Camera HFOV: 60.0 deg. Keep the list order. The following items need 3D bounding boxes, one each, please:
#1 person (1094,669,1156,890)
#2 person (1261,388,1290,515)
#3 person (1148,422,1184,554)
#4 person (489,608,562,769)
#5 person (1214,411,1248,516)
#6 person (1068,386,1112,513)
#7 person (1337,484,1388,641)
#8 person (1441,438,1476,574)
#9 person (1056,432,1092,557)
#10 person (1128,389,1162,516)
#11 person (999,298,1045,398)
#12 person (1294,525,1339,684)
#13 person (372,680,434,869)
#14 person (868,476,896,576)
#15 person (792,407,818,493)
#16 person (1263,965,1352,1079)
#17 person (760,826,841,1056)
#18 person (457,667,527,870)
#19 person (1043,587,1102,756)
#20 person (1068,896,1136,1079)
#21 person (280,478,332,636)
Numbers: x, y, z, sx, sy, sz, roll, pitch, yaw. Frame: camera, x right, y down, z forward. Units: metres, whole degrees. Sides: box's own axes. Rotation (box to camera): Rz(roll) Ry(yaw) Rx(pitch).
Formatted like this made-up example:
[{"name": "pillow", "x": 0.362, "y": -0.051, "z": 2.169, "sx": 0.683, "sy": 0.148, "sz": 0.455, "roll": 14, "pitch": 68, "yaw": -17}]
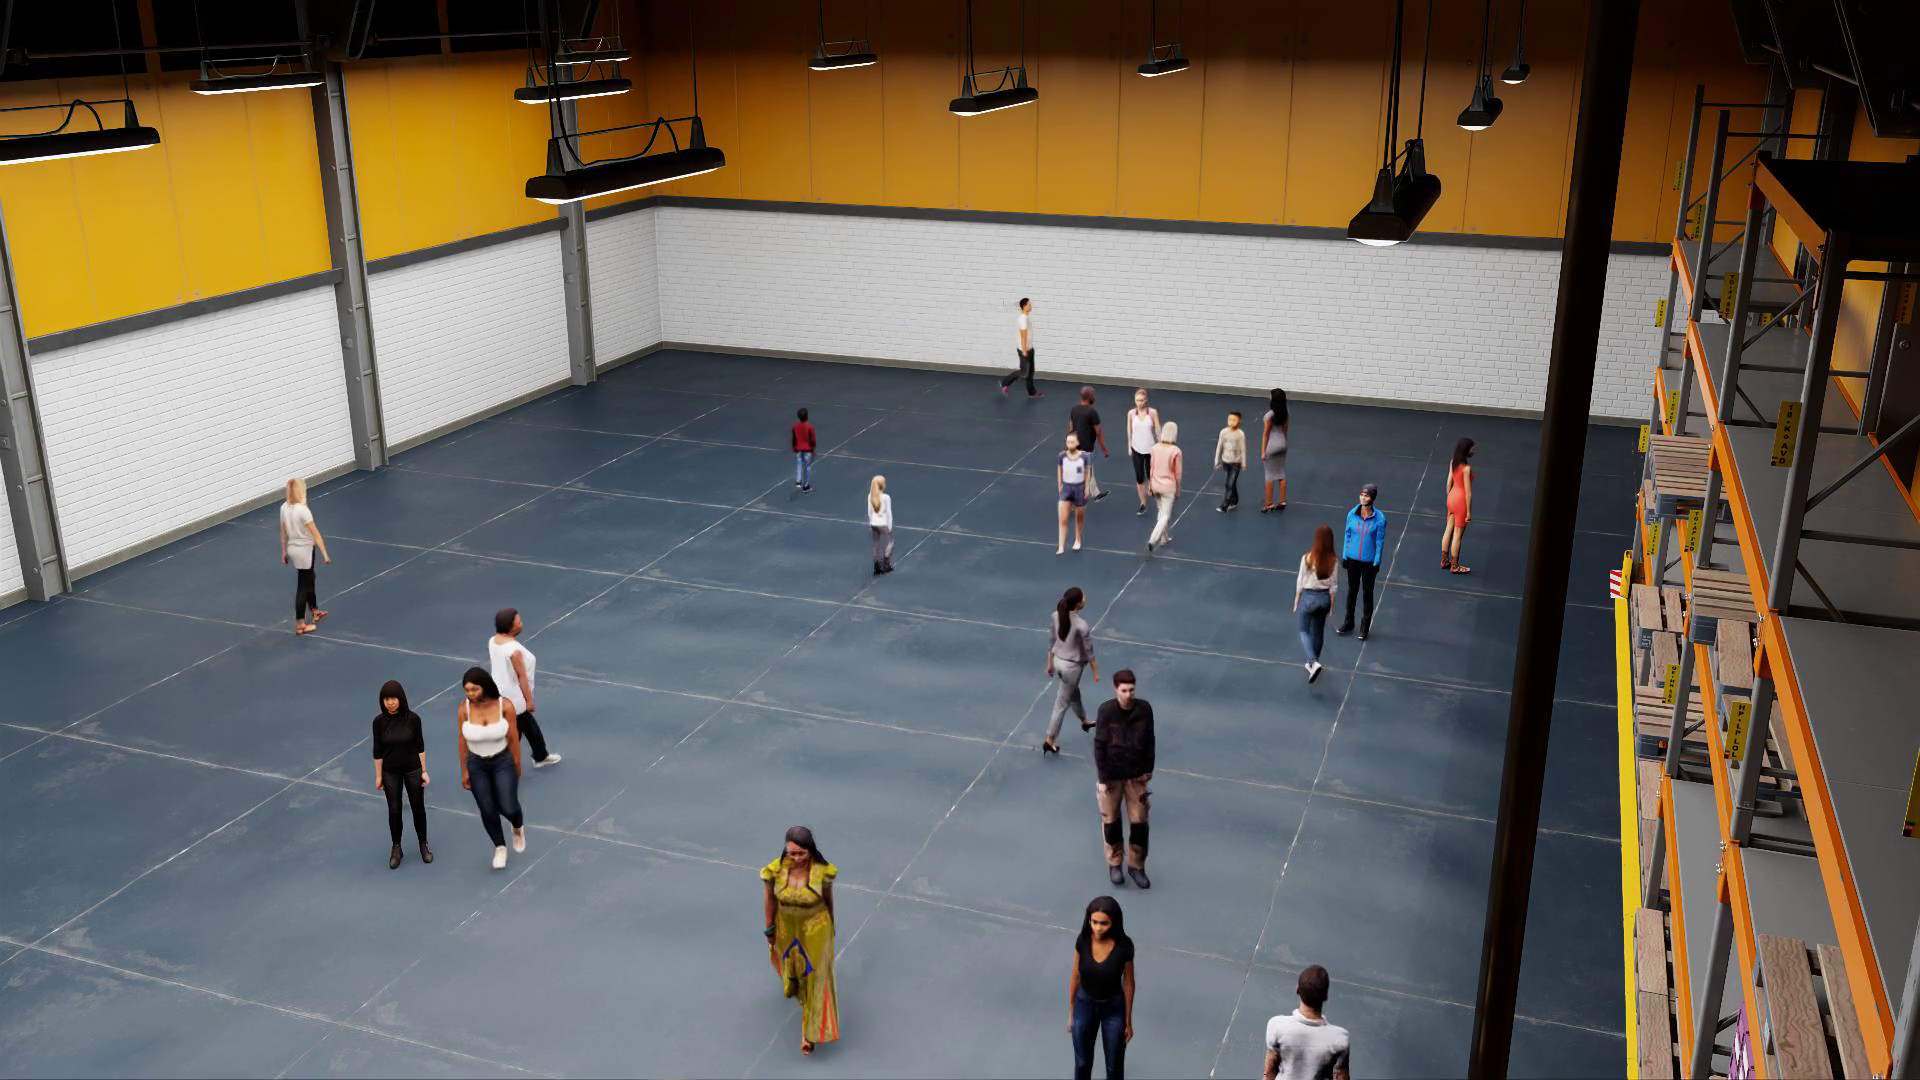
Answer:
[{"name": "person", "x": 1.314, "y": 1.897, "z": 13.619, "sx": 0.823, "sy": 1.911, "sz": 0.852, "roll": -3, "pitch": 19, "yaw": -9}, {"name": "person", "x": 4.394, "y": -1.238, "z": 23.137, "sx": 0.645, "sy": 1.777, "sz": 0.724, "roll": -11, "pitch": 21, "yaw": -29}, {"name": "person", "x": 2.603, "y": -0.651, "z": 21.524, "sx": 0.763, "sy": 1.694, "sz": 1.078, "roll": 11, "pitch": 22, "yaw": 30}, {"name": "person", "x": -4.150, "y": 1.459, "z": 15.322, "sx": 1.184, "sy": 1.654, "sz": 1.040, "roll": -12, "pitch": 22, "yaw": -32}, {"name": "person", "x": 3.827, "y": -1.088, "z": 23.233, "sx": 0.741, "sy": 1.431, "sz": 1.043, "roll": 13, "pitch": 22, "yaw": 33}, {"name": "person", "x": 1.653, "y": -1.199, "z": 23.084, "sx": 1.334, "sy": 1.738, "sz": 1.115, "roll": -14, "pitch": 23, "yaw": -35}, {"name": "person", "x": 4.541, "y": 0.229, "z": 18.752, "sx": 0.674, "sy": 1.795, "sz": 0.624, "roll": 14, "pitch": 23, "yaw": 35}, {"name": "person", "x": 6.253, "y": -0.441, "z": 20.858, "sx": 0.725, "sy": 1.720, "sz": 0.635, "roll": -6, "pitch": 19, "yaw": -16}, {"name": "person", "x": 1.496, "y": -0.614, "z": 21.538, "sx": 0.673, "sy": 1.615, "sz": 0.995, "roll": 4, "pitch": 19, "yaw": 12}, {"name": "person", "x": 2.593, "y": -1.258, "z": 23.223, "sx": 0.653, "sy": 1.760, "sz": 0.950, "roll": 5, "pitch": 19, "yaw": 14}, {"name": "person", "x": 1.086, "y": -3.393, "z": 29.524, "sx": 0.835, "sy": 1.785, "sz": 1.012, "roll": 3, "pitch": 19, "yaw": 8}, {"name": "person", "x": 3.758, "y": 0.691, "z": 17.508, "sx": 0.833, "sy": 1.714, "sz": 1.024, "roll": -2, "pitch": 19, "yaw": -5}, {"name": "person", "x": -4.673, "y": 1.933, "z": 13.932, "sx": 0.655, "sy": 1.642, "sz": 0.684, "roll": -6, "pitch": 19, "yaw": -16}, {"name": "person", "x": -1.025, "y": -0.168, "z": 20.753, "sx": 0.532, "sy": 1.271, "sz": 0.543, "roll": 9, "pitch": 21, "yaw": 26}, {"name": "person", "x": -2.282, "y": -1.299, "z": 24.145, "sx": 0.499, "sy": 1.249, "sz": 0.486, "roll": 6, "pitch": 19, "yaw": 17}, {"name": "person", "x": 1.942, "y": 3.323, "z": 9.498, "sx": 0.676, "sy": 1.839, "sz": 0.795, "roll": 5, "pitch": 19, "yaw": 15}, {"name": "person", "x": -1.105, "y": 2.702, "z": 11.689, "sx": 0.980, "sy": 1.617, "sz": 1.278, "roll": 0, "pitch": 19, "yaw": 0}, {"name": "person", "x": -3.912, "y": 1.862, "z": 13.907, "sx": 0.781, "sy": 1.793, "sz": 0.840, "roll": -3, "pitch": 19, "yaw": -9}, {"name": "person", "x": 0.975, "y": 1.292, "z": 15.860, "sx": 1.177, "sy": 1.626, "sz": 0.972, "roll": -16, "pitch": 24, "yaw": -39}, {"name": "person", "x": 0.899, "y": 3.017, "z": 10.563, "sx": 0.581, "sy": 1.738, "sz": 0.544, "roll": 5, "pitch": 19, "yaw": 15}, {"name": "person", "x": -7.509, "y": 0.212, "z": 18.780, "sx": 0.690, "sy": 1.811, "sz": 0.828, "roll": 8, "pitch": 20, "yaw": 24}]
